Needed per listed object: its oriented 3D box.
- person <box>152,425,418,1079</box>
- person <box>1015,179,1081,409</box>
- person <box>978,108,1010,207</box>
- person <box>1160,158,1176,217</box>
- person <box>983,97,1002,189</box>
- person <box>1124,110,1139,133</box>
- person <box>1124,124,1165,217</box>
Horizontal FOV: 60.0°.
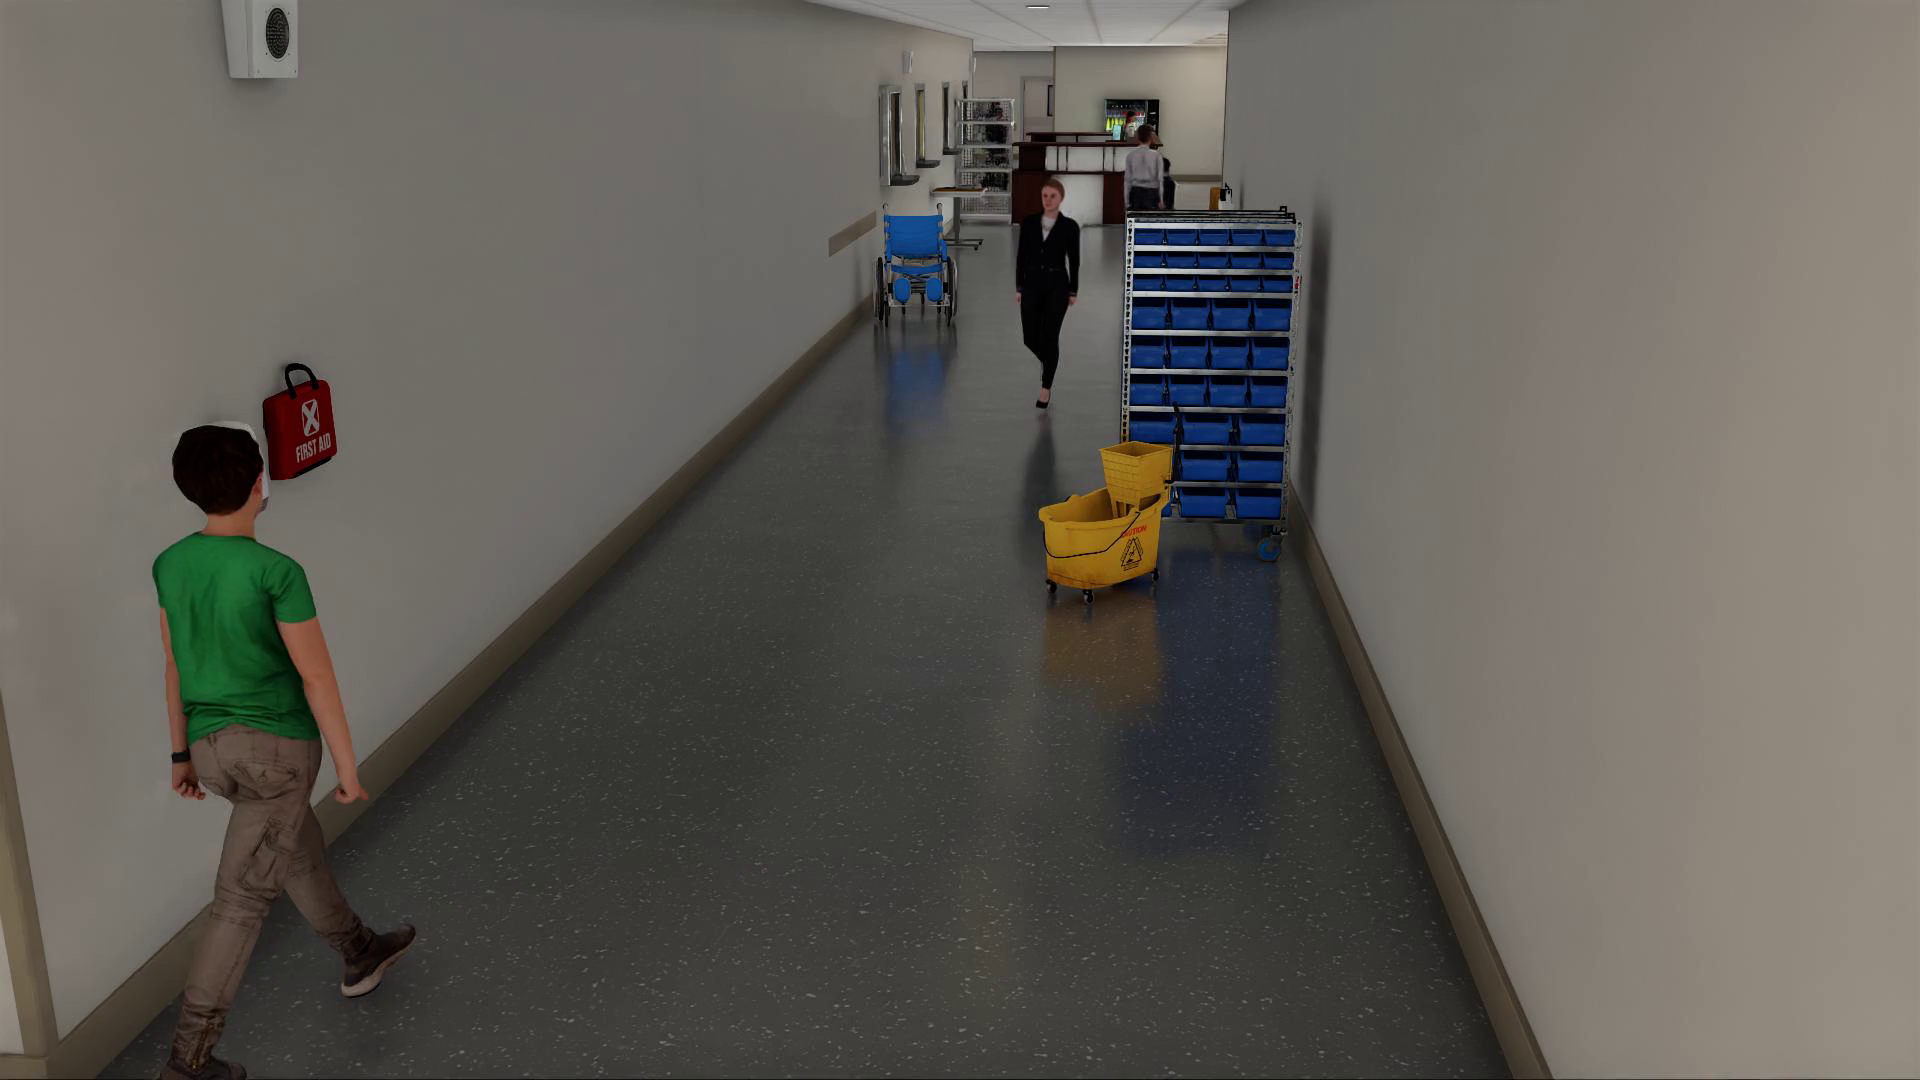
[{"bbox_3d":[-1.750,0.576,3.986,1.170,1.603,0.896,6,17,20],"label":"person"},{"bbox_3d":[0.654,-1.833,12.404,0.837,1.672,0.776,4,16,14],"label":"person"},{"bbox_3d":[0.647,-7.068,30.765,1.219,1.785,1.229,-11,19,-34],"label":"person"},{"bbox_3d":[2.903,-4.834,23.851,0.797,1.197,0.626,3,16,11],"label":"person"},{"bbox_3d":[0.642,-8.416,35.313,0.935,1.910,0.935,-6,17,-20],"label":"person"},{"bbox_3d":[3.320,-7.746,33.360,0.760,1.681,0.659,0,16,0],"label":"person"},{"bbox_3d":[2.279,-4.218,20.616,0.973,1.806,0.852,5,16,17],"label":"person"}]
